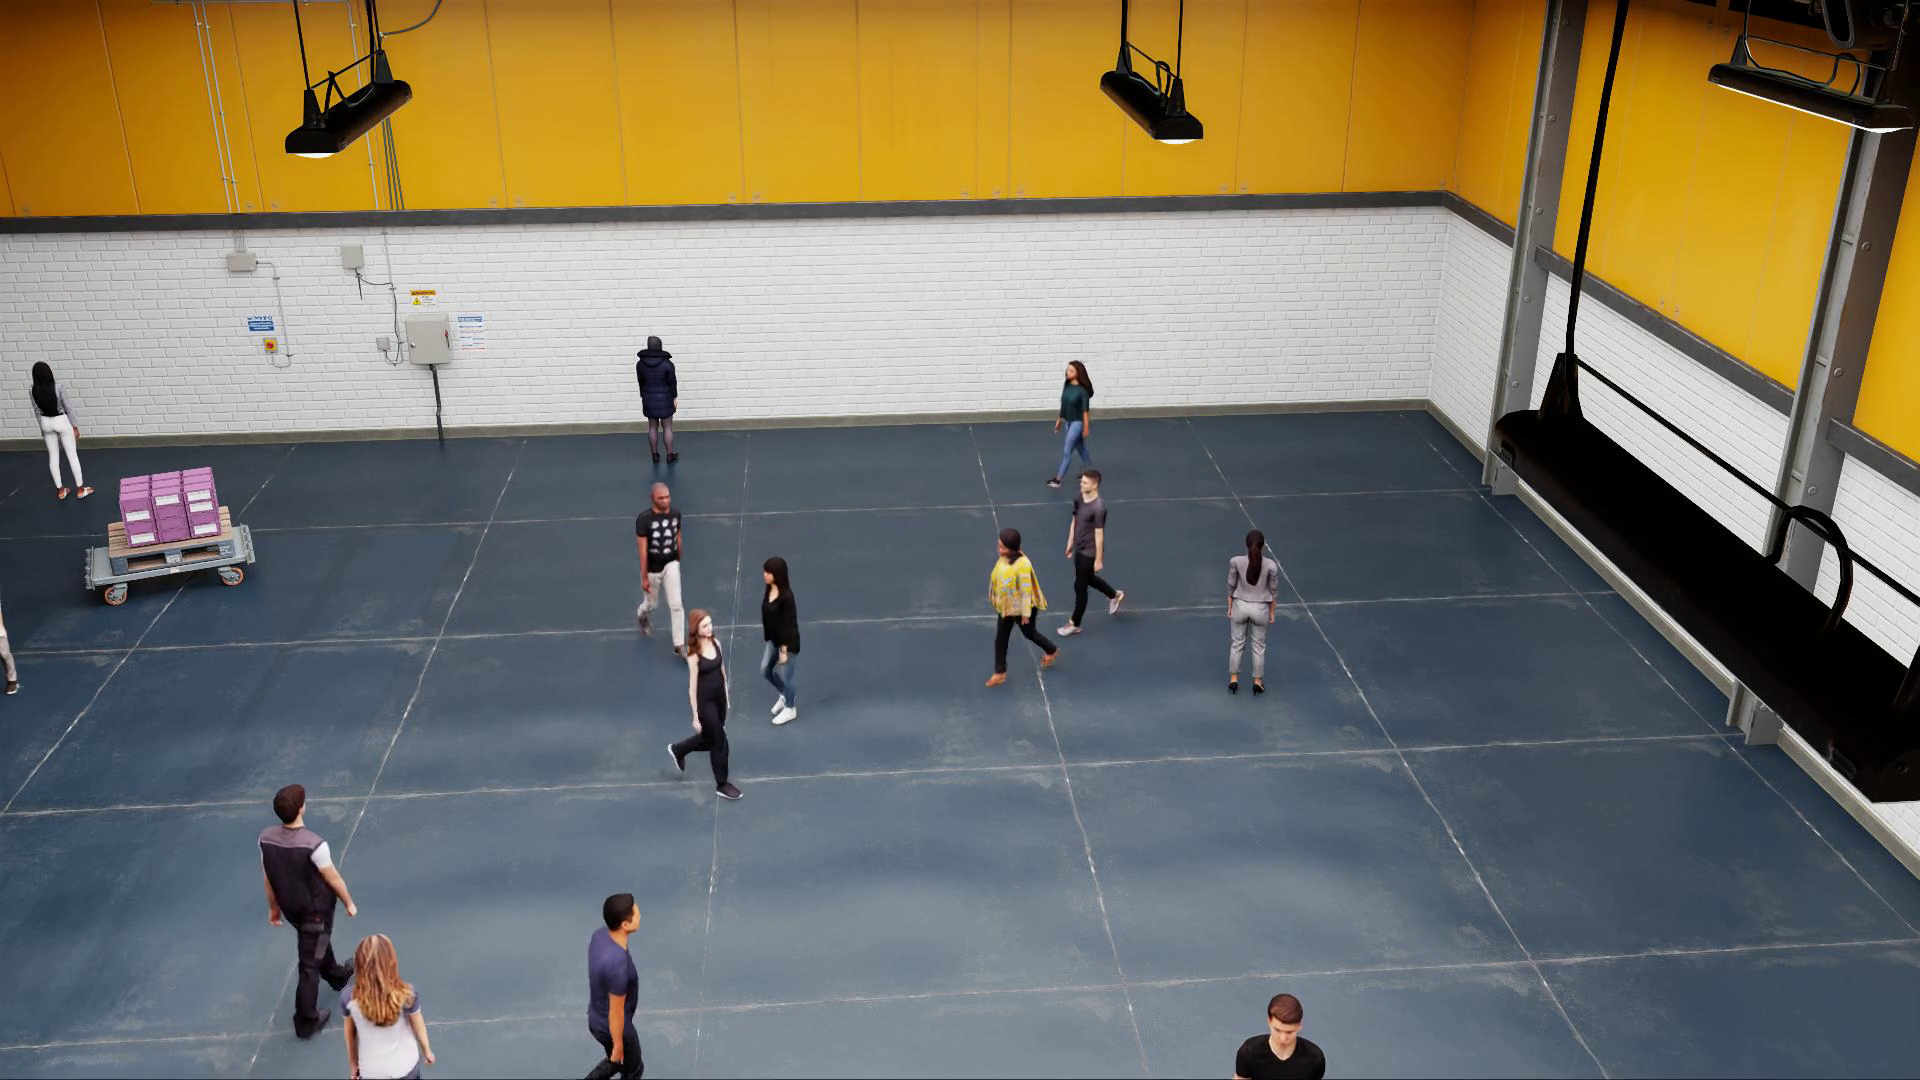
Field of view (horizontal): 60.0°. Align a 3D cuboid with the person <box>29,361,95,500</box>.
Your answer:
[{"bbox_3d":[-10.871,-1.339,20.024,0.584,1.724,0.514,-2,24,-4],"label":"person"}]

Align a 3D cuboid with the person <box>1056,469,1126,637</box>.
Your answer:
[{"bbox_3d":[1.349,0.103,16.703,0.919,1.743,1.074,-11,26,-23],"label":"person"}]

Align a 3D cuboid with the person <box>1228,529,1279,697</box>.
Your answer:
[{"bbox_3d":[2.705,0.673,15.479,0.702,1.679,0.711,6,24,14],"label":"person"}]

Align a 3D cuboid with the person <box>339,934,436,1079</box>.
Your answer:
[{"bbox_3d":[-3.383,3.138,9.788,0.608,1.720,0.585,0,24,-1],"label":"person"}]

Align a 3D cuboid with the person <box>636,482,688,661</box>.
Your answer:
[{"bbox_3d":[-2.969,0.265,16.292,1.007,1.775,1.241,-15,28,-30],"label":"person"}]

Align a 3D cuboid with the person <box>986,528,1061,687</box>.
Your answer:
[{"bbox_3d":[0.616,0.608,15.730,1.111,1.597,1.153,-16,28,-32],"label":"person"}]

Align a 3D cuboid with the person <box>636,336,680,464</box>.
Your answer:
[{"bbox_3d":[-3.836,-1.792,21.123,0.726,1.675,0.712,3,24,7],"label":"person"}]

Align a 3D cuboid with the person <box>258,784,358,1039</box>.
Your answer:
[{"bbox_3d":[-4.418,2.514,11.093,0.897,1.818,1.098,7,25,16],"label":"person"}]

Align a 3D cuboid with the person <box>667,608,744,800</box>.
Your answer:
[{"bbox_3d":[-2.168,1.342,13.891,0.987,1.725,1.036,12,26,26],"label":"person"}]

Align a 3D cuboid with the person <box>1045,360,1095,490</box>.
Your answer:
[{"bbox_3d":[1.469,-1.436,20.426,0.985,1.581,1.085,-15,28,-31],"label":"person"}]

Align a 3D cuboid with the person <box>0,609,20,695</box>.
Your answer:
[{"bbox_3d":[-9.118,0.781,15.534,0.557,1.438,0.554,-9,25,-20],"label":"person"}]

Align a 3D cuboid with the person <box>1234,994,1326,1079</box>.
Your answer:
[{"bbox_3d":[1.758,3.294,9.254,0.718,1.861,0.624,2,24,4],"label":"person"}]

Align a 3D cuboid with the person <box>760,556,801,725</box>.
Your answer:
[{"bbox_3d":[-1.553,0.881,15.054,0.742,1.637,0.668,-20,30,-37],"label":"person"}]

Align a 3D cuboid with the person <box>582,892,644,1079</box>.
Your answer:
[{"bbox_3d":[-2.196,2.961,10.144,0.890,1.760,0.920,-9,25,-19],"label":"person"}]
